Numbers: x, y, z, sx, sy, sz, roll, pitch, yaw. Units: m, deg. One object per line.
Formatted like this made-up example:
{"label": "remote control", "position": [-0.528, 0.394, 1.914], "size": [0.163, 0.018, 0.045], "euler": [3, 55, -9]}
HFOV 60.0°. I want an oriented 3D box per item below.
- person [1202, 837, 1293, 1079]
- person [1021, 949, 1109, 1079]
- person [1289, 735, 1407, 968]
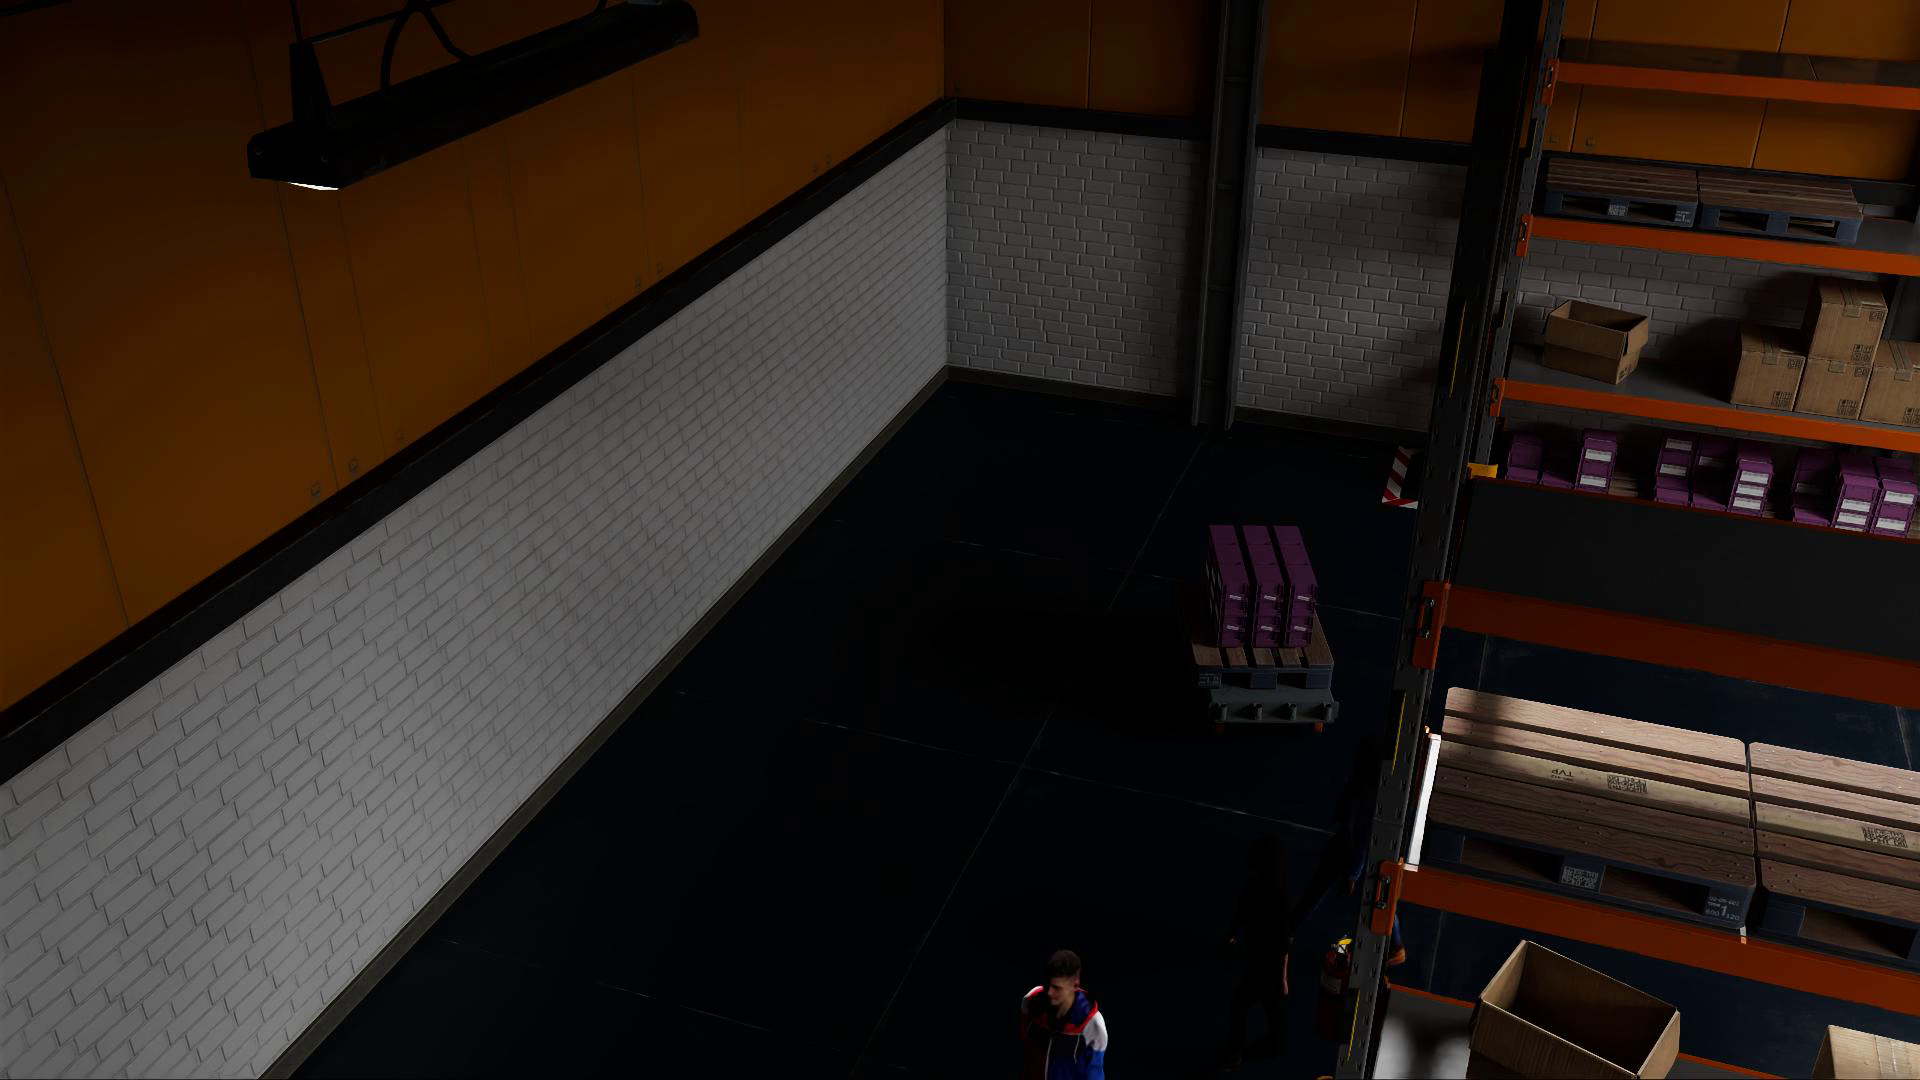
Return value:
{"label": "person", "position": [1.743, 2.259, 9.092], "size": [0.903, 1.616, 0.823], "euler": [-5, 29, -9]}
{"label": "person", "position": [0.544, 2.694, 8.181], "size": [1.120, 1.725, 0.888], "euler": [18, 33, 29]}
{"label": "person", "position": [2.438, 1.874, 9.744], "size": [1.257, 1.668, 0.949], "euler": [-1, 29, -3]}
